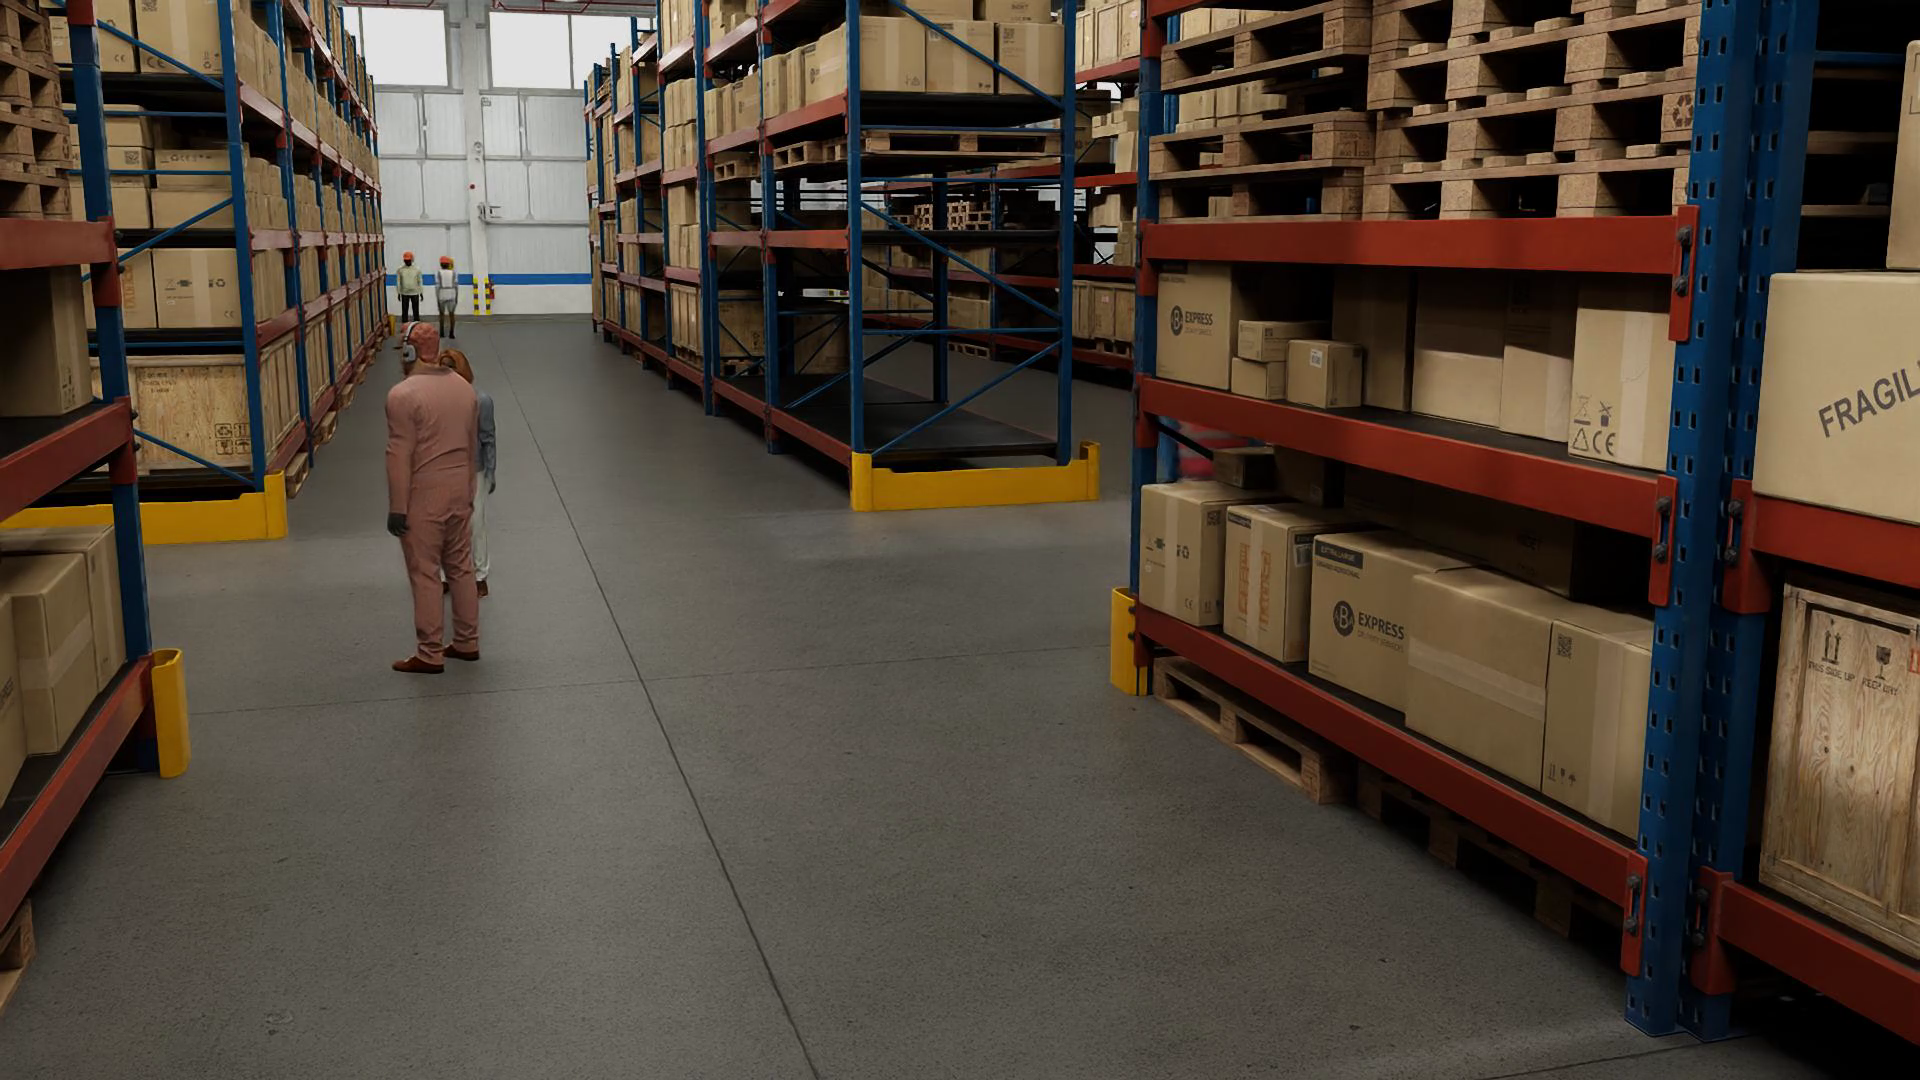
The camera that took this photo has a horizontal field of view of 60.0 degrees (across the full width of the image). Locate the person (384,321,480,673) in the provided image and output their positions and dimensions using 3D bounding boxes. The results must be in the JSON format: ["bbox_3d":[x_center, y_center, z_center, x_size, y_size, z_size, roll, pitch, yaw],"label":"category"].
[{"bbox_3d":[-2.884,-0.232,9.048,0.398,1.899,0.648,4,11,21],"label":"person"}]

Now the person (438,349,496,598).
[{"bbox_3d":[-3.270,-0.428,10.835,0.498,1.634,0.282,0,10,-1],"label":"person"}]

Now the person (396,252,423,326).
[{"bbox_3d":[-13.313,-5.975,40.269,0.612,1.990,0.392,-4,11,-19],"label":"person"}]

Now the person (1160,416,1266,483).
[{"bbox_3d":[1.595,-0.448,10.533,0.676,1.800,0.620,1,10,3],"label":"person"}]

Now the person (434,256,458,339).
[{"bbox_3d":[-11.964,-5.645,38.700,0.548,1.891,0.948,-5,12,-28],"label":"person"}]
